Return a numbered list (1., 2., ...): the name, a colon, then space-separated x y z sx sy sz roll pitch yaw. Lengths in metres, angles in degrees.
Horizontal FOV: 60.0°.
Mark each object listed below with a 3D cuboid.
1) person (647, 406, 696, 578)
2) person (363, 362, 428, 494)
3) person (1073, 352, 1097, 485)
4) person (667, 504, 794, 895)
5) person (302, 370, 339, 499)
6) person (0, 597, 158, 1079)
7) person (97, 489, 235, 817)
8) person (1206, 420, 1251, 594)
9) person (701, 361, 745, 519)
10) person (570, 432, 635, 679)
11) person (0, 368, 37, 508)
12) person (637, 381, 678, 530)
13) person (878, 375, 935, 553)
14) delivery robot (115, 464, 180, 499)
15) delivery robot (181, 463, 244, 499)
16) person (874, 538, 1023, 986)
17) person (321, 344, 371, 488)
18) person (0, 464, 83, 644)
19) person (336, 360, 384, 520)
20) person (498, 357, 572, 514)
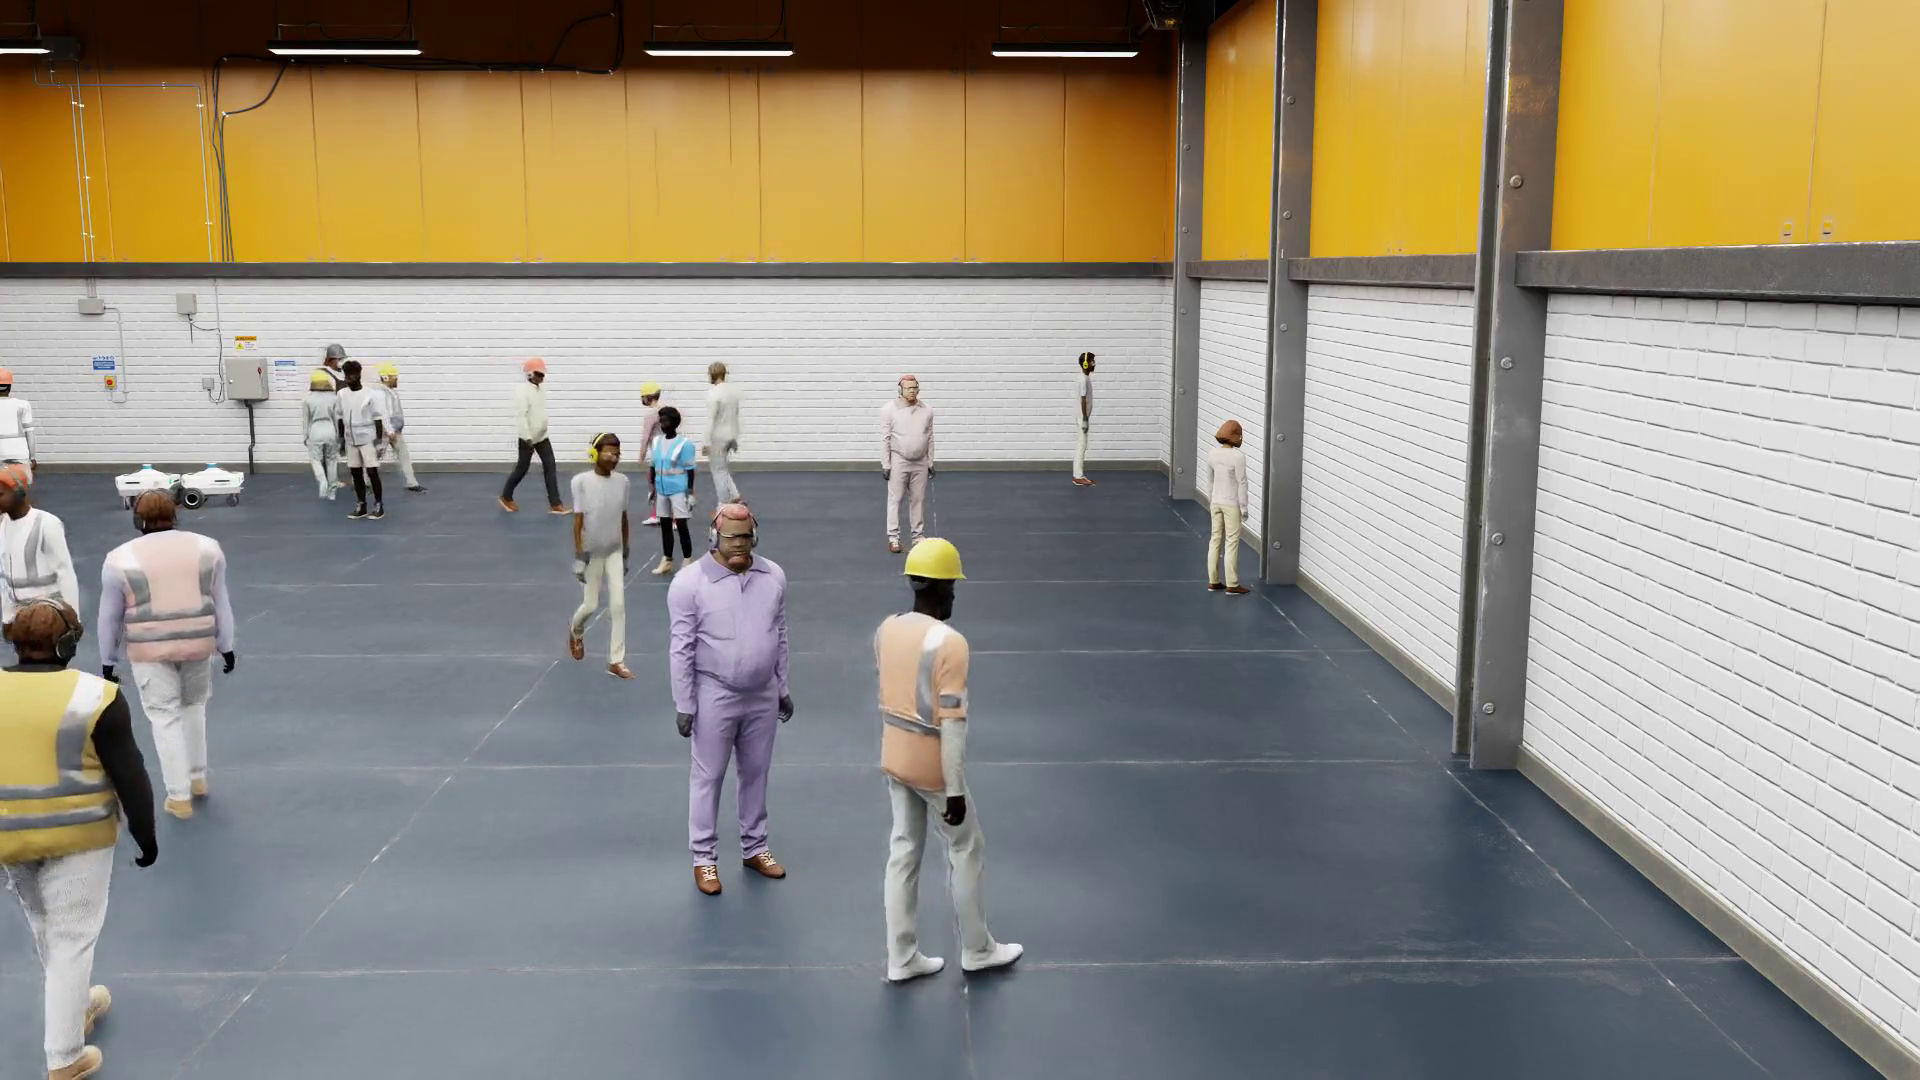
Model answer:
1. person: -2.835 -0.481 16.430 0.545 1.696 0.321 6 11 33
2. person: -7.735 -1.493 22.400 0.940 1.795 0.581 1 9 5
3. person: 1.757 -1.710 23.431 0.330 1.872 0.512 0 9 0
4. person: -1.096 0.764 8.157 0.651 1.904 0.403 -7 11 -36
5. person: -8.308 -1.358 21.703 0.493 1.722 0.577 -5 11 -29
6. person: -3.388 1.105 6.357 0.653 1.808 0.843 0 9 -1
7. person: -4.469 0.614 9.323 0.667 1.817 0.691 -8 12 -40
8. person: 2.507 -0.308 15.562 0.286 1.633 0.498 -6 11 -35
9. person: -2.931 -1.202 20.169 0.432 1.927 0.632 3 10 16
10. person: -2.717 0.096 12.464 0.515 1.840 0.759 -7 12 -37
11. person: -10.592 -0.943 18.518 0.543 1.940 0.361 -5 11 -29
12. person: -3.543 -0.973 19.355 0.738 1.730 0.519 2 9 11
13. person: -0.550 -0.821 17.869 0.643 1.909 0.410 -5 10 -27
14. delivery robot: -10.297 -0.718 21.086 0.707 0.478 0.477 -1 9 -5
15. delivery robot: -9.527 -0.740 21.218 0.707 0.478 0.477 -3 10 -18
16. person: -0.052 0.931 7.100 0.699 1.907 0.619 -8 12 -39
17. person: -8.493 -1.722 22.983 0.791 2.000 0.699 2 10 15
18. person: -5.646 0.457 10.179 0.579 1.866 0.418 6 11 33
19. person: -7.257 -1.203 20.107 0.613 1.946 0.433 3 10 16
20. person: -5.327 -1.291 20.597 0.961 1.964 0.616 4 10 24
